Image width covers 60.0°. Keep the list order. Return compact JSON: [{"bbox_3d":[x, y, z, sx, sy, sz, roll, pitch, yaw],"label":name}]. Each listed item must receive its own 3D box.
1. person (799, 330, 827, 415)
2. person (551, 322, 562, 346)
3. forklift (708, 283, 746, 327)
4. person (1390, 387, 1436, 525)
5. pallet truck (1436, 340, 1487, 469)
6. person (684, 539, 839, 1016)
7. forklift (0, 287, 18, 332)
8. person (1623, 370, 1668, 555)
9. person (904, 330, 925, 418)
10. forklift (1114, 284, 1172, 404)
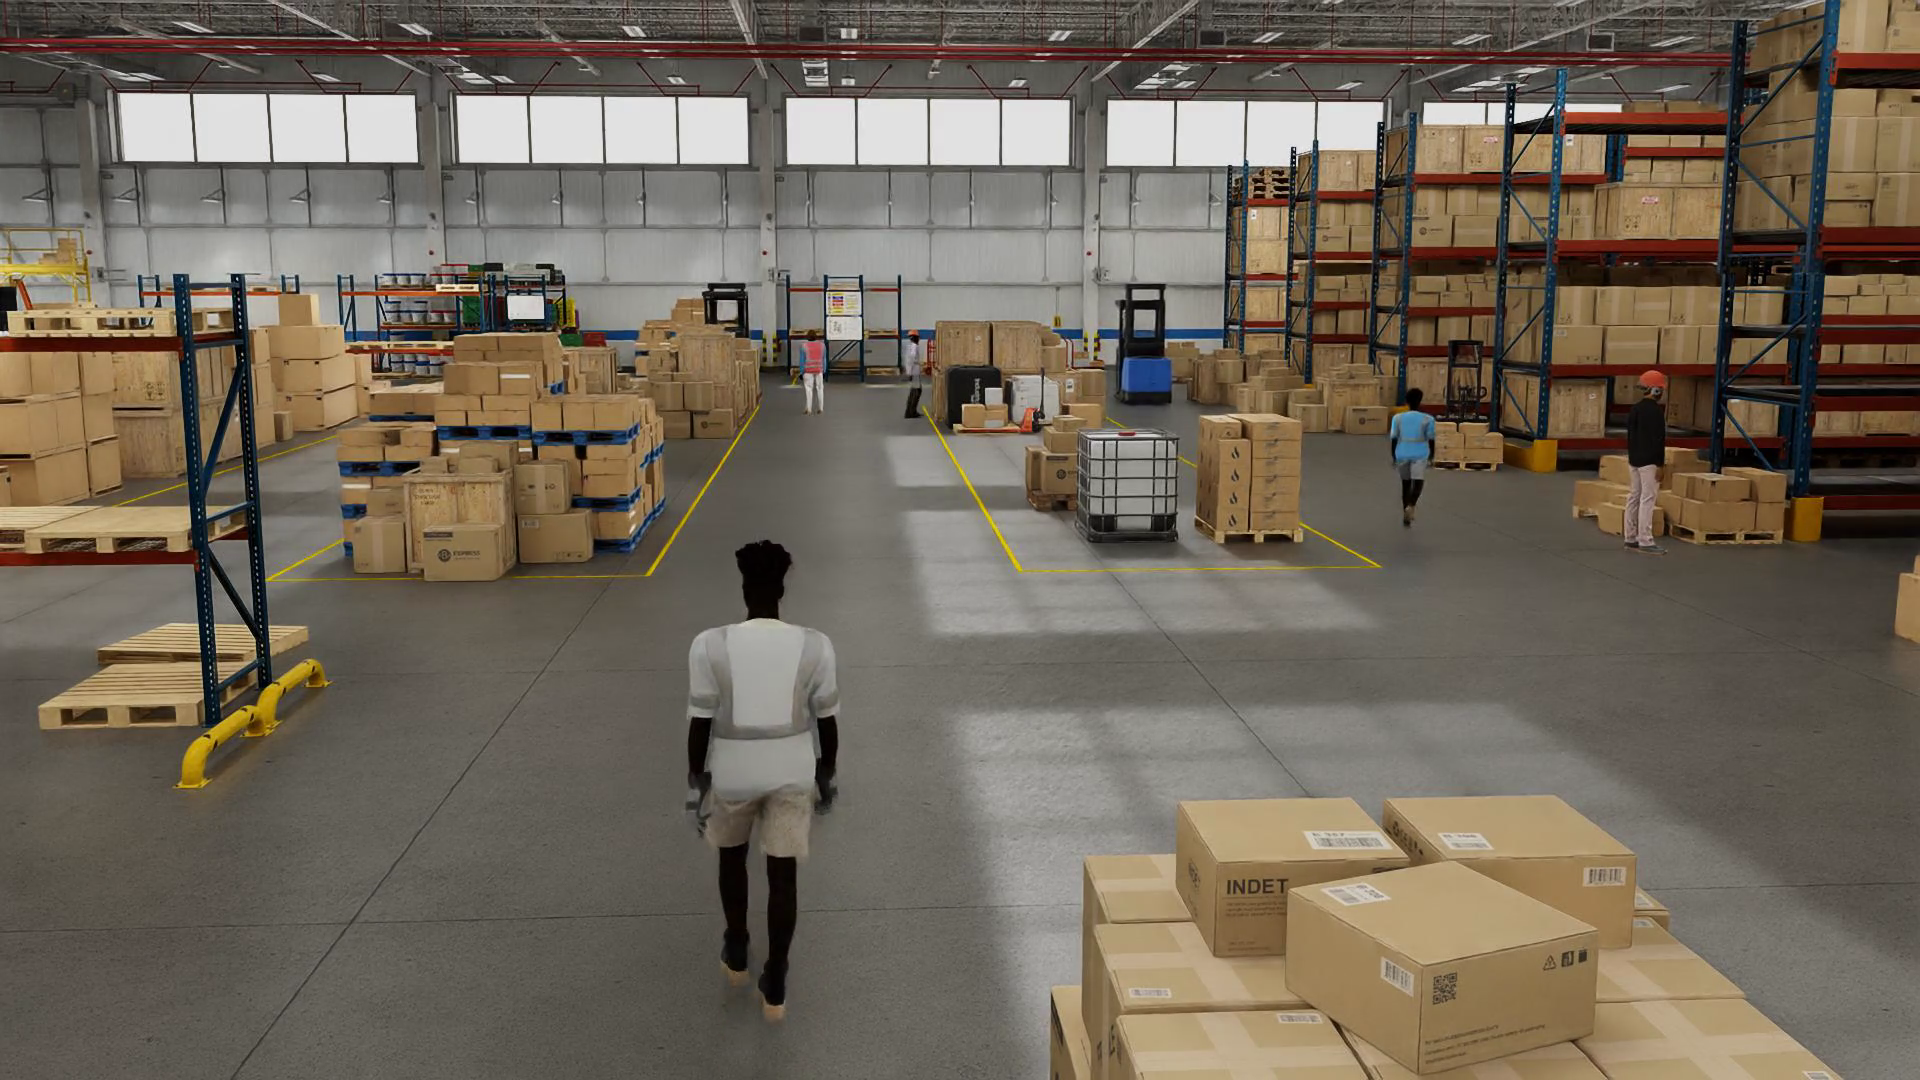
[{"bbox_3d":[-3.209,-3.644,36.160,0.621,1.845,0.429,-4,10,-26],"label":"person"},{"bbox_3d":[-9.391,-4.081,38.625,0.370,1.934,0.627,-2,9,-13],"label":"person"},{"bbox_3d":[-5.818,-5.043,41.696,1.129,2.768,1.873,-1,9,-4],"label":"forklift"},{"bbox_3d":[5.463,-1.013,20.138,0.534,1.674,0.759,5,10,29],"label":"person"},{"bbox_3d":[8.004,-2.170,26.422,0.823,1.965,1.885,2,9,14],"label":"pallet truck"},{"bbox_3d":[-0.837,0.950,6.983,0.647,1.940,0.772,-2,9,-10],"label":"person"},{"bbox_3d":[-16.257,-2.887,28.158,1.873,2.768,1.129,-1,9,-4],"label":"forklift"},{"bbox_3d":[7.475,-0.844,18.091,0.375,1.997,0.611,-1,9,-8],"label":"person"},{"bbox_3d":[-0.989,-3.514,35.246,0.480,1.870,0.639,-3,9,-15],"label":"person"},{"bbox_3d":[4.360,-4.666,39.328,1.129,2.768,1.873,-1,9,-4],"label":"forklift"}]
